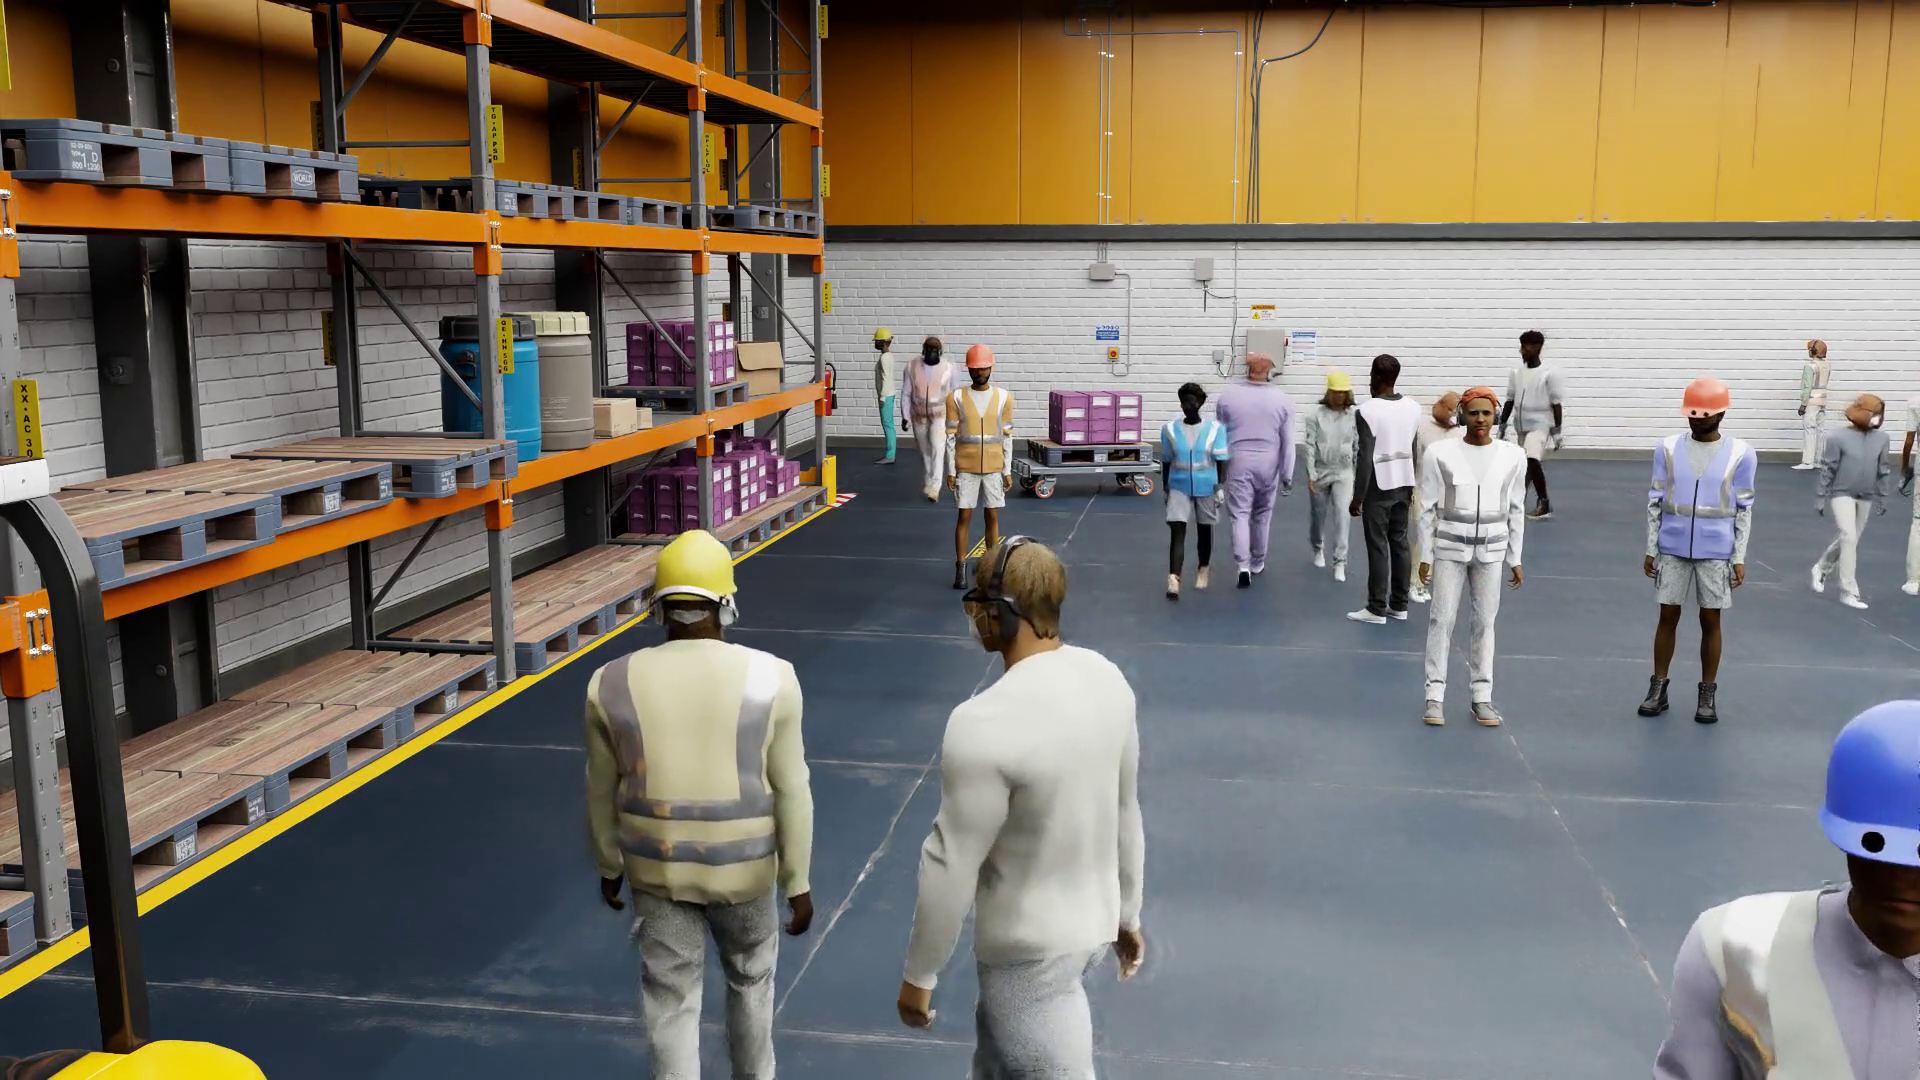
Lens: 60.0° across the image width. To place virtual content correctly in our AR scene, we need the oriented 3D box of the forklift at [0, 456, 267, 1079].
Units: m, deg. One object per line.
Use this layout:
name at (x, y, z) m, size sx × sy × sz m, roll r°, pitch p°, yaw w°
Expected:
forklift at (-2.328, 0.975, 2.765) m, size 2.313 × 2.155 × 1.214 m, roll 1°, pitch 9°, yaw 9°

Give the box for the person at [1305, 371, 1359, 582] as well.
person at (3.081, -0.562, 13.743) m, size 0.475 × 1.705 × 0.869 m, roll 1°, pitch 9°, yaw 9°

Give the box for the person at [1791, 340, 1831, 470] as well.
person at (10.740, -1.694, 20.928) m, size 0.515 × 1.641 × 0.309 m, roll -7°, pitch 11°, yaw -36°

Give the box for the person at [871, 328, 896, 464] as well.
person at (-0.991, -1.861, 21.571) m, size 0.317 × 1.767 × 0.535 m, roll 1°, pitch 9°, yaw 4°

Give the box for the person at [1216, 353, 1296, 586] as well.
person at (2.362, -0.575, 13.392) m, size 0.647 × 1.866 × 0.962 m, roll 1°, pitch 9°, yaw 8°

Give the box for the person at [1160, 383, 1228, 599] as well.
person at (1.790, -0.384, 12.802) m, size 0.533 × 1.644 × 0.875 m, roll 2°, pitch 9°, yaw 13°

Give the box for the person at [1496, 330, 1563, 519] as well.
person at (5.627, -1.123, 16.562) m, size 1.006 × 1.909 × 0.639 m, roll -5°, pitch 10°, yaw -27°

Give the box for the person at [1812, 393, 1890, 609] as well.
person at (6.754, -0.328, 12.642) m, size 0.511 × 1.605 × 0.794 m, roll -1°, pitch 9°, yaw -6°

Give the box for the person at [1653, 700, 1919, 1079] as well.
person at (1.257, 1.179, 2.361) m, size 0.627 × 1.917 × 0.825 m, roll 7°, pitch 11°, yaw 36°

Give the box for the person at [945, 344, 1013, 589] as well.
person at (0.156, -0.574, 13.106) m, size 0.545 × 1.938 × 0.362 m, roll -1°, pitch 9°, yaw -8°

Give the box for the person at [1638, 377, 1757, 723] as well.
person at (4.091, 0.056, 9.250) m, size 0.543 × 1.928 × 0.374 m, roll 6°, pitch 11°, yaw 32°

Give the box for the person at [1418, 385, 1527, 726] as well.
person at (2.814, 0.091, 9.172) m, size 0.574 × 1.883 × 0.355 m, roll 1°, pitch 9°, yaw 5°

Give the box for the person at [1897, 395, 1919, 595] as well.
person at (7.540, -0.493, 12.822) m, size 0.533 × 1.868 × 0.310 m, roll 6°, pitch 11°, yaw 33°

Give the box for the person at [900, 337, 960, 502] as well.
person at (-0.323, -1.334, 18.283) m, size 0.618 × 1.792 × 1.019 m, roll 2°, pitch 9°, yaw 11°

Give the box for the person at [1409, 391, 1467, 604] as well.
person at (3.586, -0.320, 12.527) m, size 0.569 × 1.602 × 0.559 m, roll -2°, pitch 9°, yaw -9°

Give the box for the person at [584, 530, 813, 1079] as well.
person at (-0.709, 0.861, 4.644) m, size 0.627 × 1.804 × 0.759 m, roll 0°, pitch 9°, yaw -1°

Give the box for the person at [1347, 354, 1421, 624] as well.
person at (3.026, -0.359, 11.839) m, size 0.590 × 1.919 × 0.397 m, roll -6°, pitch 11°, yaw -33°

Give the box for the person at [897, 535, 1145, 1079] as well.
person at (0.068, 0.928, 3.979) m, size 0.996 × 1.890 × 0.653 m, roll 6°, pitch 11°, yaw 33°
